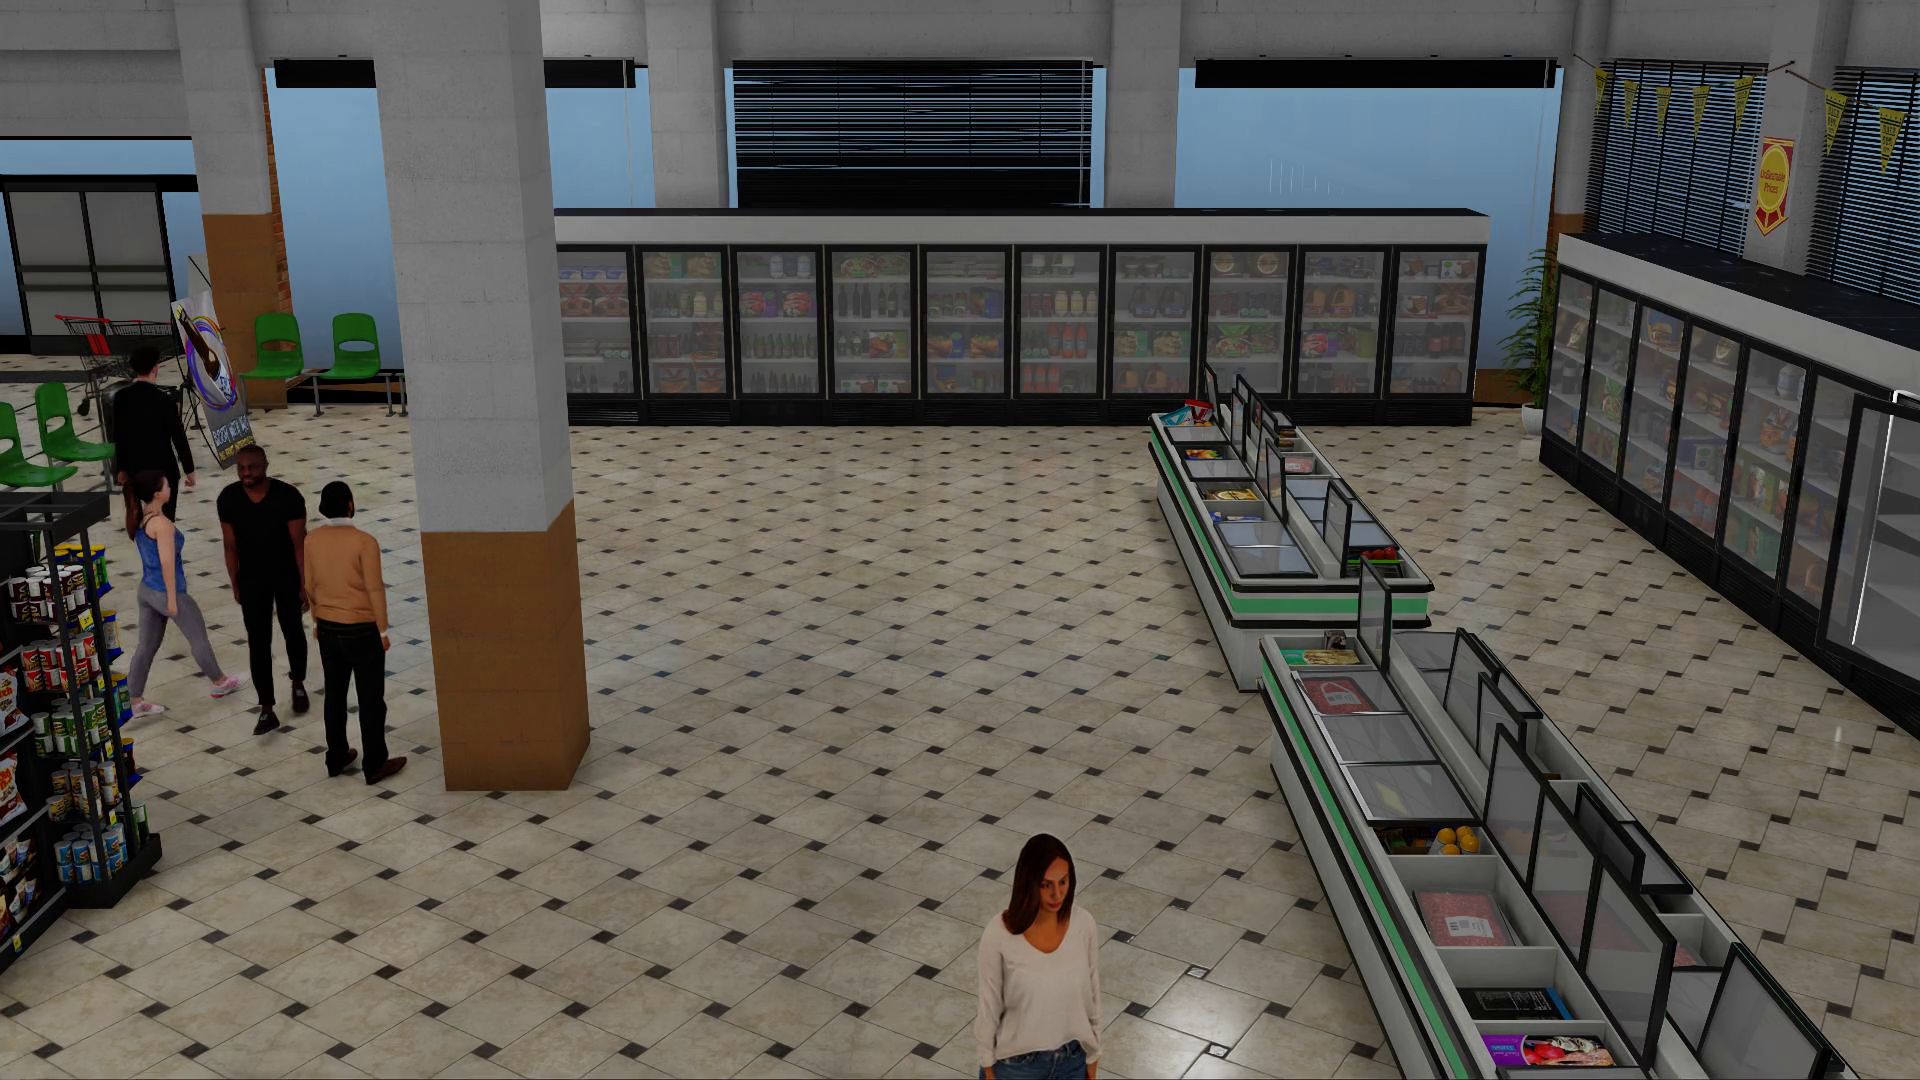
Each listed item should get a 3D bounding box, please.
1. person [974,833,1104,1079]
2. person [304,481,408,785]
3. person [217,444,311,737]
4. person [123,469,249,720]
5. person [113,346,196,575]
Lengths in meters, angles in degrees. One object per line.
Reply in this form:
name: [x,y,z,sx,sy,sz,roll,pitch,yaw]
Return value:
person: [0.251,1.754,5.632,0.669,1.677,0.645,-5,18,-17]
person: [-3.513,0.526,9.556,0.726,1.746,0.677,6,18,18]
person: [-4.275,0.254,10.388,0.812,1.784,1.067,-5,18,-15]
person: [-5.025,0.372,10.361,0.954,1.574,1.109,12,20,34]
person: [-6.270,-0.534,12.823,0.770,1.877,0.691,3,17,10]
